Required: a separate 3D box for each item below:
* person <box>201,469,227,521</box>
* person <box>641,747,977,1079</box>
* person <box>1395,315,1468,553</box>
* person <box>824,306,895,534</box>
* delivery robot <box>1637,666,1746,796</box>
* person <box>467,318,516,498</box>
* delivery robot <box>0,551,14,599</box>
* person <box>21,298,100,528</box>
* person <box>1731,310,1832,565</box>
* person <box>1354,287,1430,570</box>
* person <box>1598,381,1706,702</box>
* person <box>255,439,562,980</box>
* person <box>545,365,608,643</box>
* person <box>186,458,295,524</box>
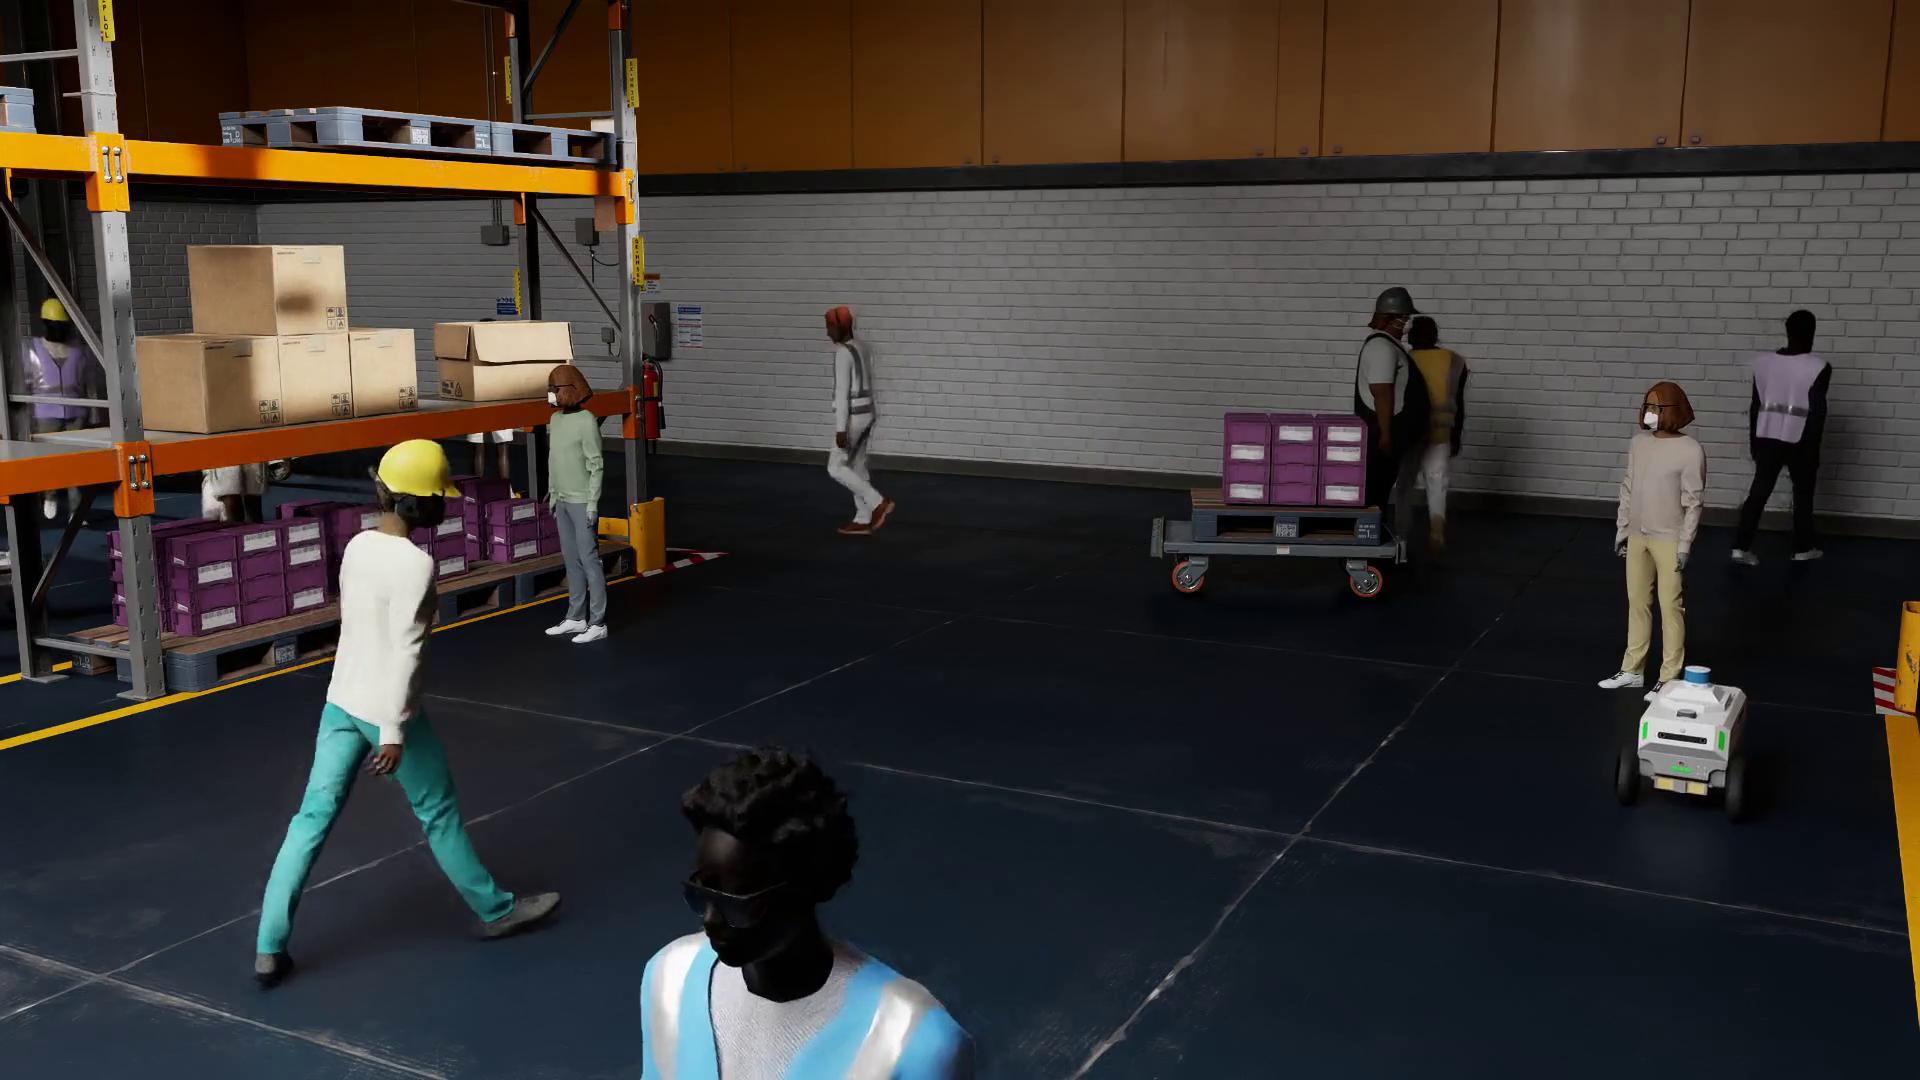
[{"bbox_3d":[-5.853,-0.792,13.129,0.310,1.637,0.521,-1,10,-6],"label":"person"},{"bbox_3d":[-0.168,1.058,2.364,0.538,1.658,0.841,7,12,35],"label":"person"},{"bbox_3d":[3.482,-0.778,12.514,0.626,1.820,0.670,1,10,6],"label":"person"},{"bbox_3d":[-0.823,-0.935,13.292,0.500,1.865,0.677,2,10,12],"label":"person"},{"bbox_3d":[3.064,0.769,6.947,0.477,0.478,0.707,6,11,30],"label":"delivery robot"},{"bbox_3d":[-4.260,-1.159,15.079,0.540,1.695,0.317,2,10,11],"label":"person"},{"bbox_3d":[-6.015,0.219,10.133,0.477,0.478,0.707,8,13,39],"label":"delivery robot"},{"bbox_3d":[-7.491,-1.055,13.849,0.615,1.913,0.481,-8,13,-39],"label":"person"},{"bbox_3d":[6.033,-0.742,12.172,0.976,1.878,0.603,-6,12,-33],"label":"person"},{"bbox_3d":[3.139,-0.818,12.109,0.536,2.000,0.684,2,10,11],"label":"person"},{"bbox_3d":[3.563,0.005,8.522,0.284,1.633,0.500,-4,11,-23],"label":"person"},{"bbox_3d":[-1.848,0.533,5.299,0.577,1.697,0.962,9,13,41],"label":"person"},{"bbox_3d":[-2.271,-0.214,9.792,0.266,1.631,0.507,-9,13,-42],"label":"person"},{"bbox_3d":[-4.758,-0.603,10.999,0.650,1.993,0.848,-6,11,-30],"label":"person"}]
